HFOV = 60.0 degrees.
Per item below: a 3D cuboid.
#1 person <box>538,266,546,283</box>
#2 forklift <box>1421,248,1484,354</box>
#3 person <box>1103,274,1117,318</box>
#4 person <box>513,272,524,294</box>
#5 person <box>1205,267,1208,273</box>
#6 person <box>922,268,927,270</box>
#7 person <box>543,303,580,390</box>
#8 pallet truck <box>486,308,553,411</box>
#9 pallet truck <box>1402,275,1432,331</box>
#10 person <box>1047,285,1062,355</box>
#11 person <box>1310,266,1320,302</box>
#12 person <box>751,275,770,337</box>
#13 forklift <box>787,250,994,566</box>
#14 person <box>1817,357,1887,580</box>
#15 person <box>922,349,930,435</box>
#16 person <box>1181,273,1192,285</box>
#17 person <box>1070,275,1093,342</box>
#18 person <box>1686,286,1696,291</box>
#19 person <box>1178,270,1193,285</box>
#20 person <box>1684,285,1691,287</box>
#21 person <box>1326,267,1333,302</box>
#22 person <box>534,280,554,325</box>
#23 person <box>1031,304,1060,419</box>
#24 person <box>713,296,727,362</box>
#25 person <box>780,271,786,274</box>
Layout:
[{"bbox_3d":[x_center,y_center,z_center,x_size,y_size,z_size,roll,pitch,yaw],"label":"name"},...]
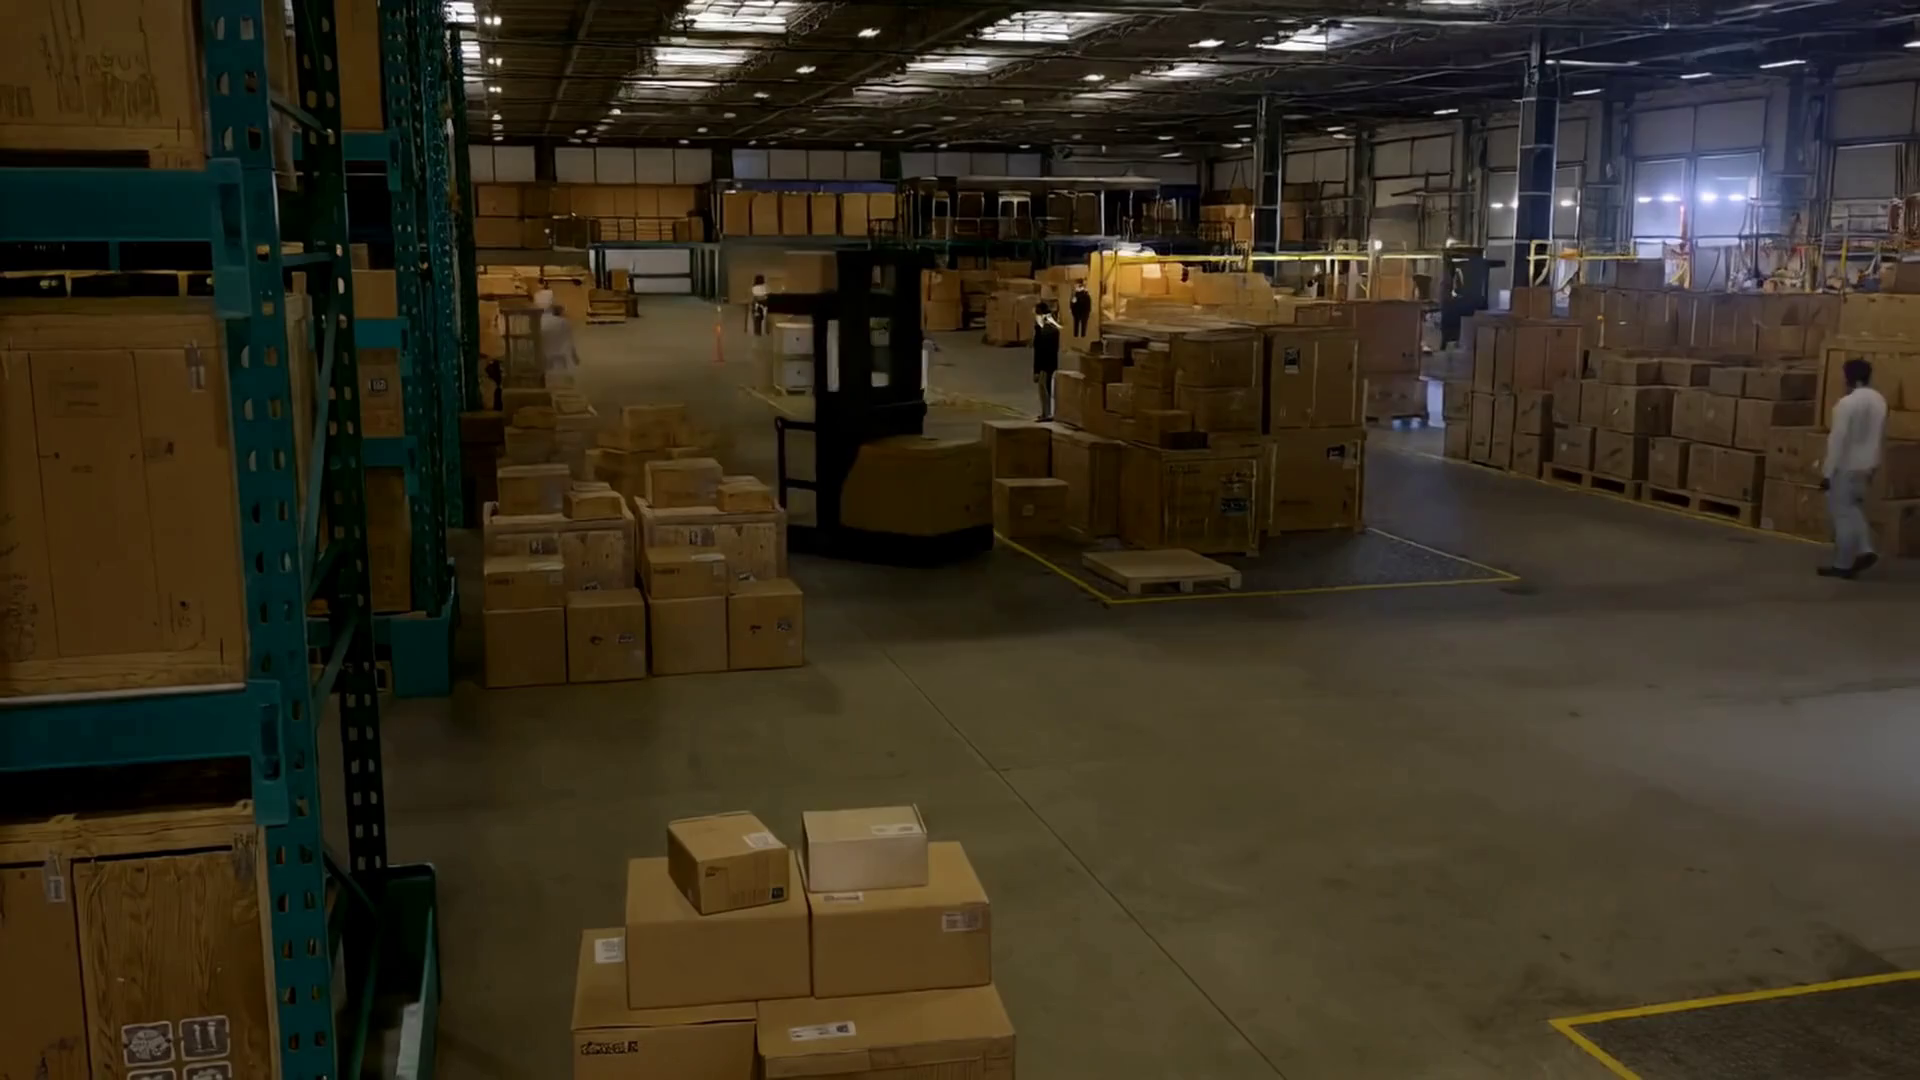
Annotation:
[{"bbox_3d":[-18.966,-11.443,75.530,0.412,1.986,0.603,-1,10,-4],"label":"person"},{"bbox_3d":[12.236,-5.730,40.622,1.129,2.768,1.873,-3,10,-15],"label":"forklift"},{"bbox_3d":[6.046,-9.804,66.636,0.964,1.845,0.592,3,10,17],"label":"person"},{"bbox_3d":[-20.266,-11.474,76.445,0.504,1.702,0.860,-1,10,-8],"label":"person"},{"bbox_3d":[11.426,-11.689,77.083,0.376,1.917,0.599,9,13,42],"label":"person"},{"bbox_3d":[-1.629,-11.002,73.216,0.552,1.913,0.578,-6,11,-29],"label":"person"},{"bbox_3d":[-7.108,-3.205,29.207,1.046,1.894,0.630,-10,14,-44],"label":"person"},{"bbox_3d":[-6.242,-2.418,24.362,0.823,1.965,1.885,1,10,3],"label":"pallet truck"},{"bbox_3d":[14.620,-7.324,52.145,0.823,1.965,1.885,8,13,40],"label":"pallet truck"},{"bbox_3d":[2.495,-5.827,44.070,0.331,1.860,0.531,-8,13,-38],"label":"person"},{"bbox_3d":[17.727,-12.755,83.162,0.396,1.910,0.586,-7,12,-35],"label":"person"},{"bbox_3d":[-6.340,-7.439,52.883,0.608,1.966,0.372,6,11,29],"label":"person"},{"bbox_3d":[-0.702,-1.278,15.408,1.873,2.768,1.129,7,12,36],"label":"forklift"},{"bbox_3d":[7.657,-0.605,14.325,0.628,1.926,0.425,-7,12,-35],"label":"person"},{"bbox_3d":[-0.650,-2.224,24.109,0.318,1.700,0.535,10,14,43],"label":"person"},{"bbox_3d":[8.466,-9.070,62.396,0.354,1.876,0.567,-7,12,-34],"label":"person"},{"bbox_3d":[3.658,-6.986,50.108,0.758,2.000,0.627,-3,10,-16],"label":"person"},{"bbox_3d":[18.199,-5.395,41.604,0.649,1.891,1.053,2,10,10],"label":"person"},{"bbox_3d":[8.912,-9.716,65.887,0.624,1.933,0.442,8,13,38],"label":"person"},{"bbox_3d":[20.403,-6.316,46.990,0.644,1.813,0.646,-2,10,-13],"label":"person"},{"bbox_3d":[17.851,-12.257,80.463,0.326,1.865,0.518,0,10,-2],"label":"person"},{"bbox_3d":[-12.313,-6.765,49.266,0.662,1.891,0.642,2,10,13],"label":"person"},{"bbox_3d":[1.294,-2.616,25.520,0.391,1.986,0.609,6,12,33],"label":"person"},{"bbox_3d":[-5.965,-5.230,41.332,0.315,1.629,0.508,-2,10,-11],"label":"person"},{"bbox_3d":[-7.049,-9.865,66.819,0.553,1.909,0.912,1,10,4],"label":"person"}]
